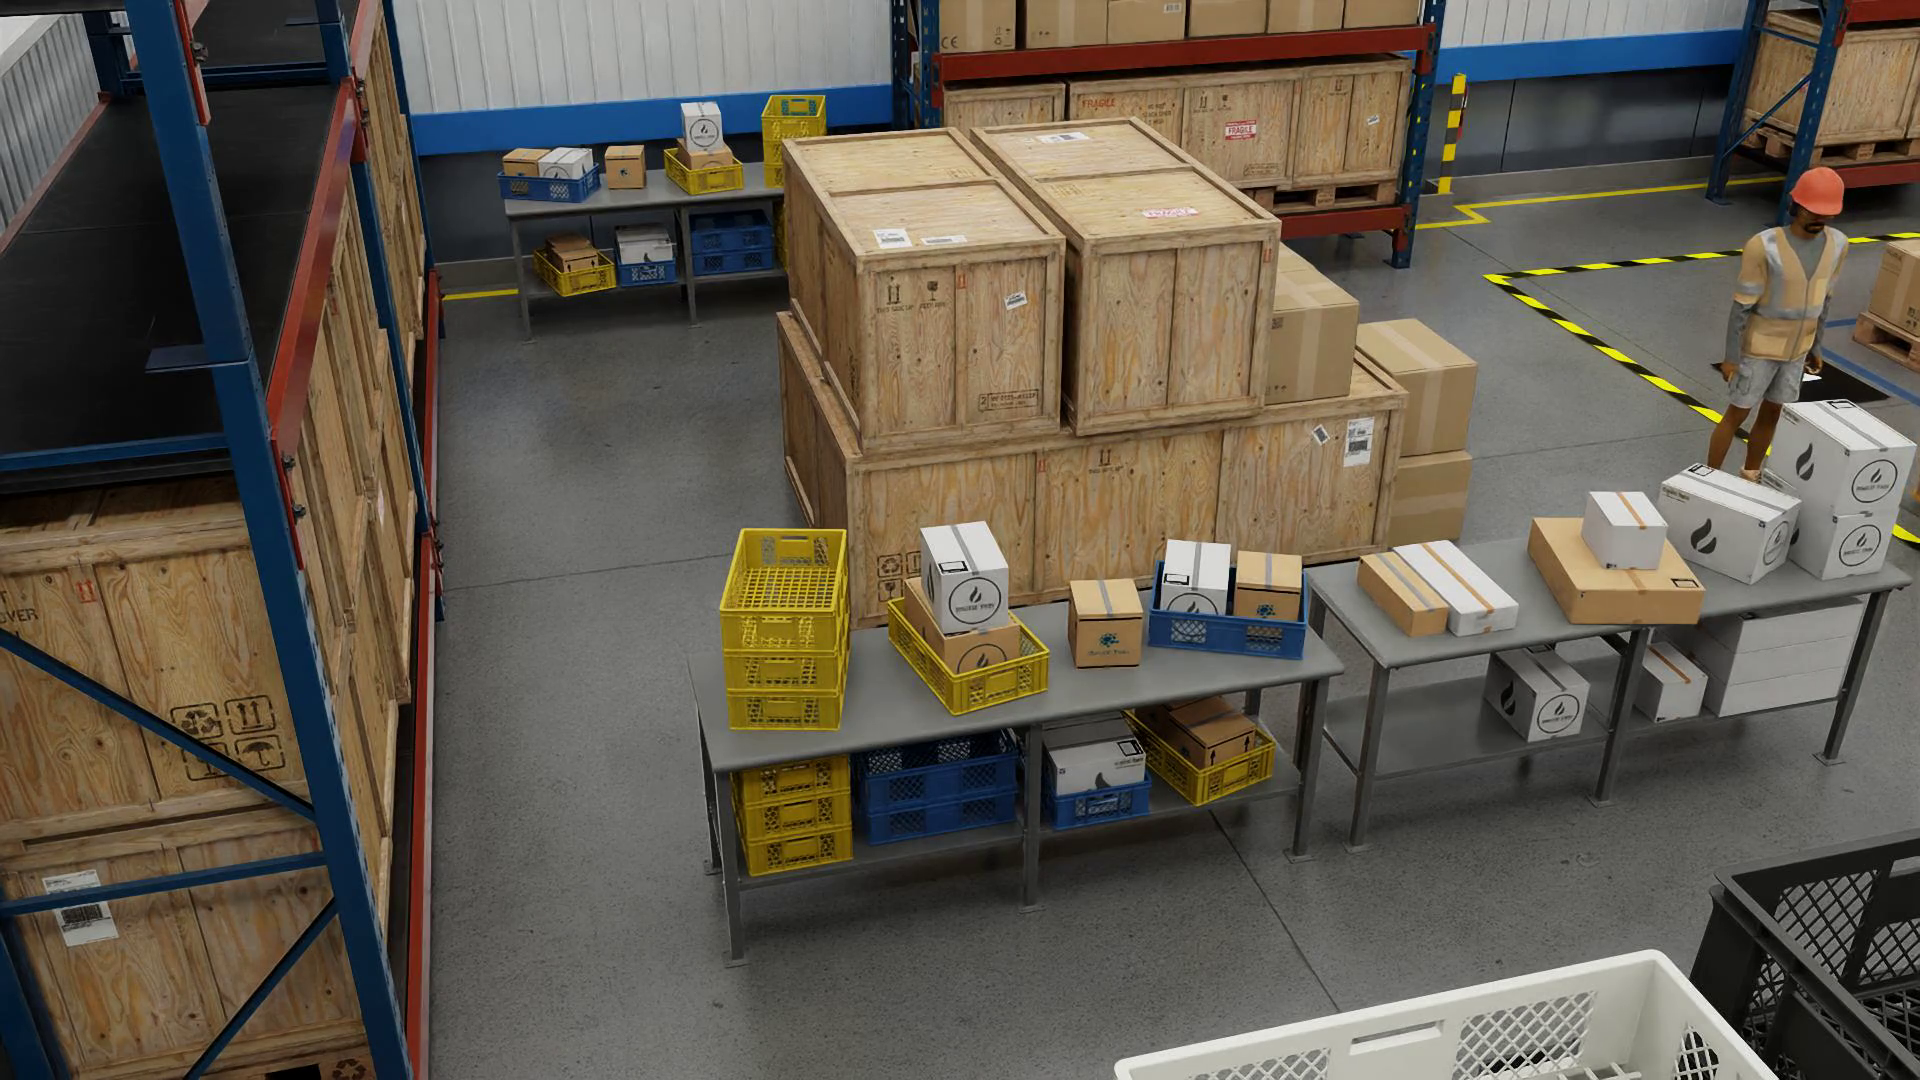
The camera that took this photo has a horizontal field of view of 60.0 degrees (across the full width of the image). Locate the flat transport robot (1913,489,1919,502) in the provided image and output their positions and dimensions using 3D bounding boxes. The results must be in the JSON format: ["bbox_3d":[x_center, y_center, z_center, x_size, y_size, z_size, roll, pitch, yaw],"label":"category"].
[{"bbox_3d":[6.065,-0.035,9.152,0.652,0.197,1.431,-7,30,-13],"label":"flat transport robot"}]

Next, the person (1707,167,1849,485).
[{"bbox_3d":[4.533,-1.064,9.213,0.614,2.040,0.379,-6,29,-11],"label":"person"}]
